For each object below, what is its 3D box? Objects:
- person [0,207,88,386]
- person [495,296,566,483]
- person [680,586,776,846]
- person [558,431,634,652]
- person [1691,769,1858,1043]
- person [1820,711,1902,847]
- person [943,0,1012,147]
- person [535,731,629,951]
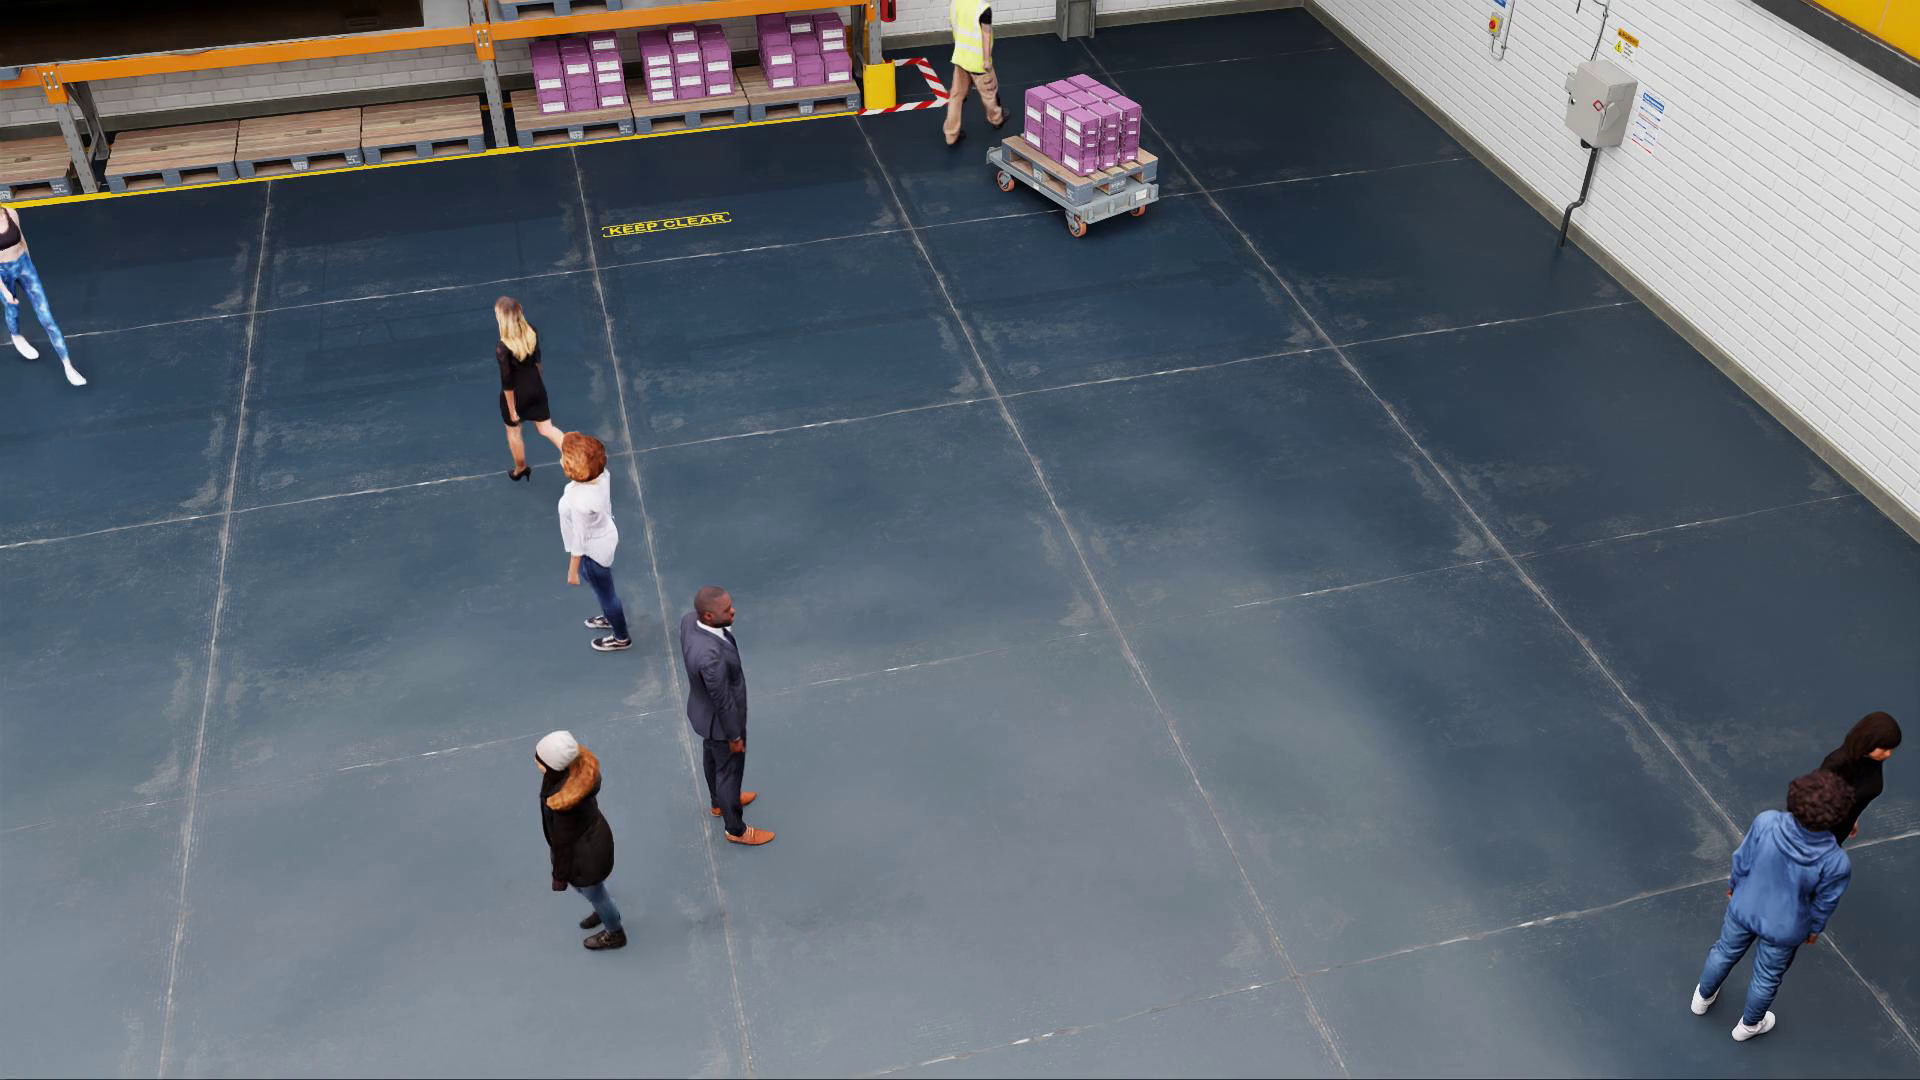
[{"bbox_3d":[-7.669,-2.096,13.431,1.112,1.731,1.207,25,45,28],"label":"person"},{"bbox_3d":[-3.110,-1.012,12.137,1.056,1.651,1.008,21,43,24],"label":"person"},{"bbox_3d":[-1.373,0.991,9.490,0.632,1.825,0.711,-13,40,-16],"label":"person"},{"bbox_3d":[-2.281,0.028,10.789,0.738,1.709,0.752,3,39,4],"label":"person"},{"bbox_3d":[4.120,1.856,8.423,0.732,1.805,0.753,-29,47,-31],"label":"person"},{"bbox_3d":[4.669,1.512,8.986,0.485,1.640,0.667,-16,41,-19],"label":"person"},{"bbox_3d":[0.081,-4.843,16.819,1.152,1.795,1.275,25,45,28],"label":"person"},{"bbox_3d":[-1.942,1.619,8.863,0.606,1.626,0.632,-6,39,-7],"label":"person"}]
